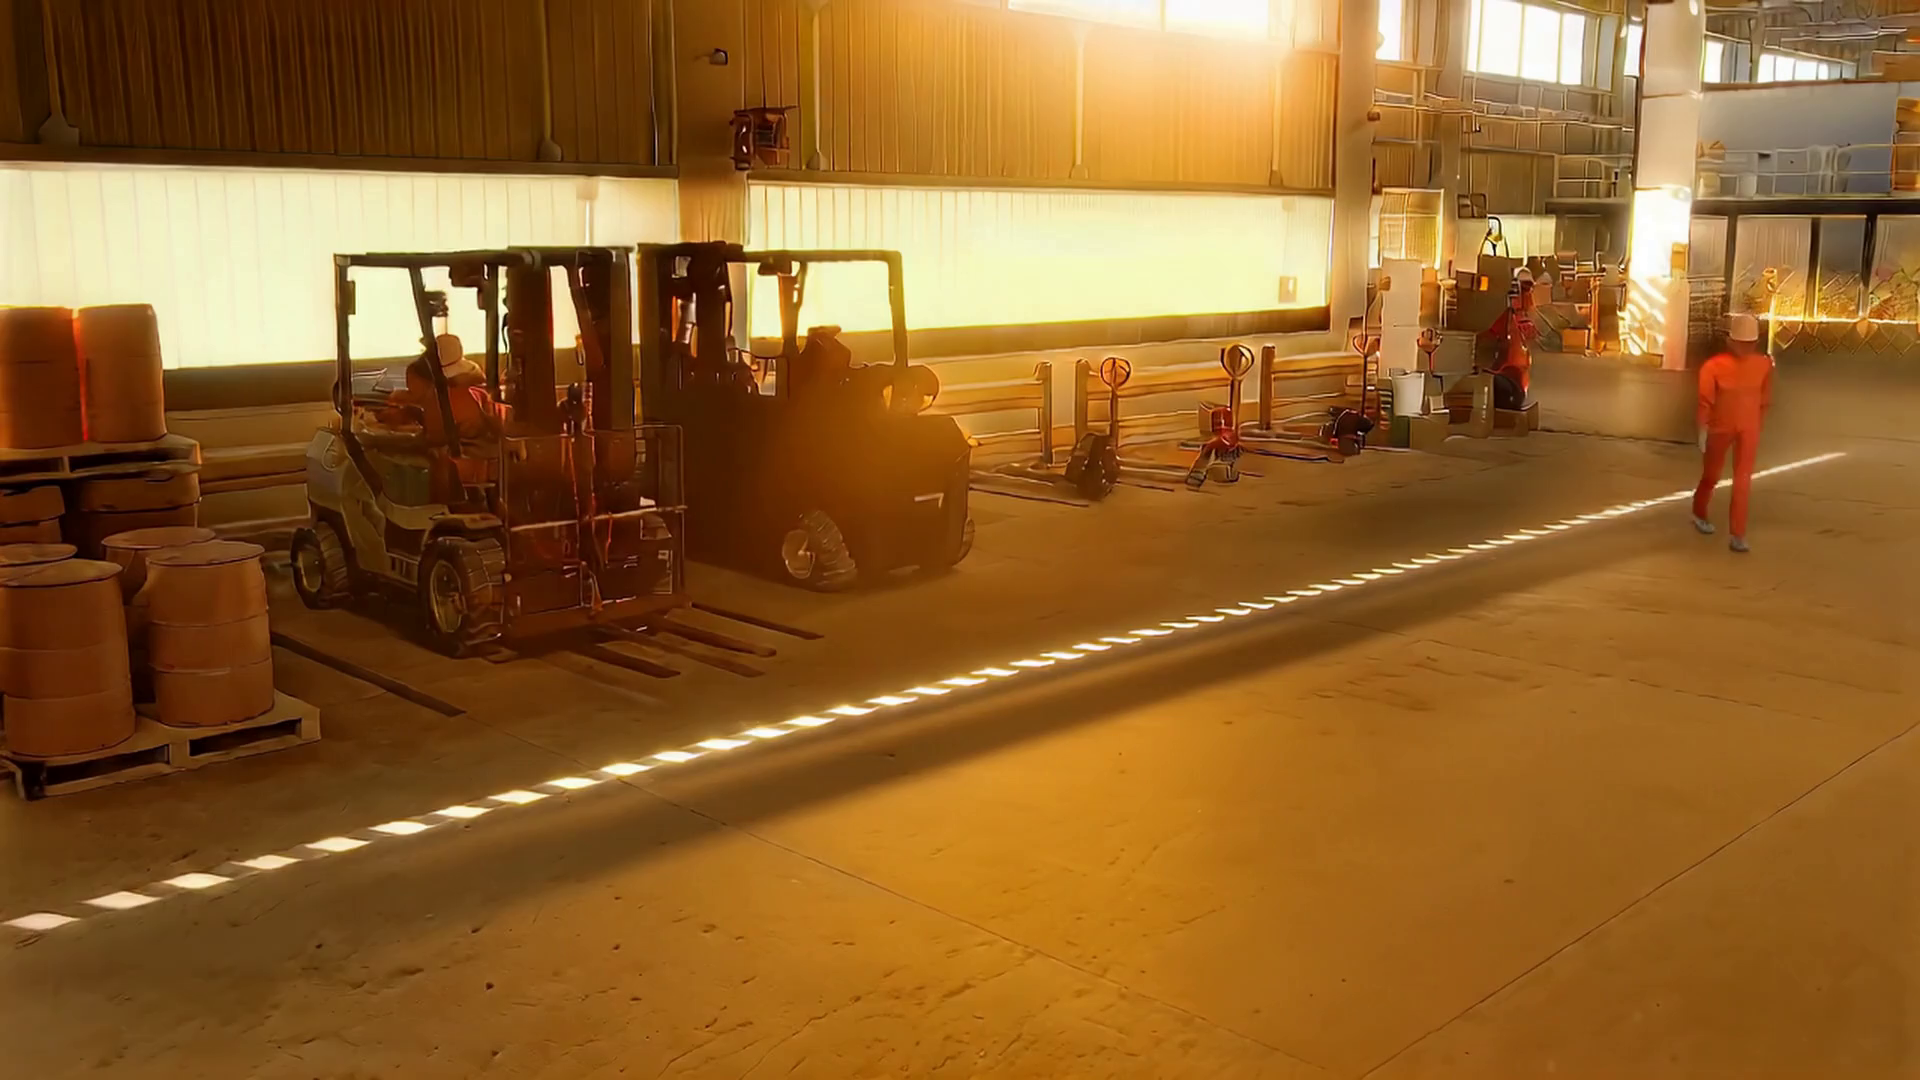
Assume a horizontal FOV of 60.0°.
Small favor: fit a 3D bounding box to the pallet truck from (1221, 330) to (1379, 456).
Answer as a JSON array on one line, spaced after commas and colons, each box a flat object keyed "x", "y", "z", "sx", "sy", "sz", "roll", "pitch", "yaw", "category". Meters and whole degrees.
[{"x": 3.563, "y": -1.581, "z": 17.381, "sx": 0.653, "sy": 1.274, "sz": 1.630, "roll": -10, "pitch": 14, "yaw": -44, "category": "pallet truck"}]

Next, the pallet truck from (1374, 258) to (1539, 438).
[{"x": 5.704, "y": -2.208, "z": 18.901, "sx": 1.885, "sy": 1.965, "sz": 0.823, "roll": 10, "pitch": 14, "yaw": 43, "category": "pallet truck"}]

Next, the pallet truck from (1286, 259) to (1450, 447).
[{"x": 4.493, "y": -2.078, "z": 18.196, "sx": 0.823, "sy": 1.965, "sz": 1.885, "roll": -9, "pitch": 14, "yaw": -40, "category": "pallet truck"}]

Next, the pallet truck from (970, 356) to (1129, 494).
[{"x": 0.784, "y": -1.085, "z": 14.876, "sx": 0.680, "sy": 1.201, "sz": 1.601, "roll": -10, "pitch": 14, "yaw": -44, "category": "pallet truck"}]

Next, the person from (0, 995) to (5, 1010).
[{"x": -3.134, "y": 0.461, "z": 4.546, "sx": 0.747, "sy": 1.954, "sz": 0.433, "roll": -3, "pitch": 11, "yaw": -16, "category": "person"}]

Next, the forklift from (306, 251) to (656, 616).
[{"x": -2.833, "y": -0.669, "z": 9.694, "sx": 1.157, "sy": 1.987, "sz": 2.680, "roll": -10, "pitch": 14, "yaw": -44, "category": "forklift"}]

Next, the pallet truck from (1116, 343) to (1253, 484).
[{"x": 1.962, "y": -1.215, "z": 15.415, "sx": 1.522, "sy": 1.261, "sz": 0.704, "roll": 10, "pitch": 14, "yaw": 43, "category": "pallet truck"}]

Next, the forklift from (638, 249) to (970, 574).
[{"x": -1.173, "y": -0.958, "z": 11.239, "sx": 2.680, "sy": 1.987, "sz": 1.157, "roll": 10, "pitch": 14, "yaw": 43, "category": "forklift"}]

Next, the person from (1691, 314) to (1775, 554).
[{"x": 5.575, "y": -0.808, "z": 12.108, "sx": 0.529, "sy": 1.699, "sz": 0.934, "roll": 1, "pitch": 10, "yaw": 8, "category": "person"}]
